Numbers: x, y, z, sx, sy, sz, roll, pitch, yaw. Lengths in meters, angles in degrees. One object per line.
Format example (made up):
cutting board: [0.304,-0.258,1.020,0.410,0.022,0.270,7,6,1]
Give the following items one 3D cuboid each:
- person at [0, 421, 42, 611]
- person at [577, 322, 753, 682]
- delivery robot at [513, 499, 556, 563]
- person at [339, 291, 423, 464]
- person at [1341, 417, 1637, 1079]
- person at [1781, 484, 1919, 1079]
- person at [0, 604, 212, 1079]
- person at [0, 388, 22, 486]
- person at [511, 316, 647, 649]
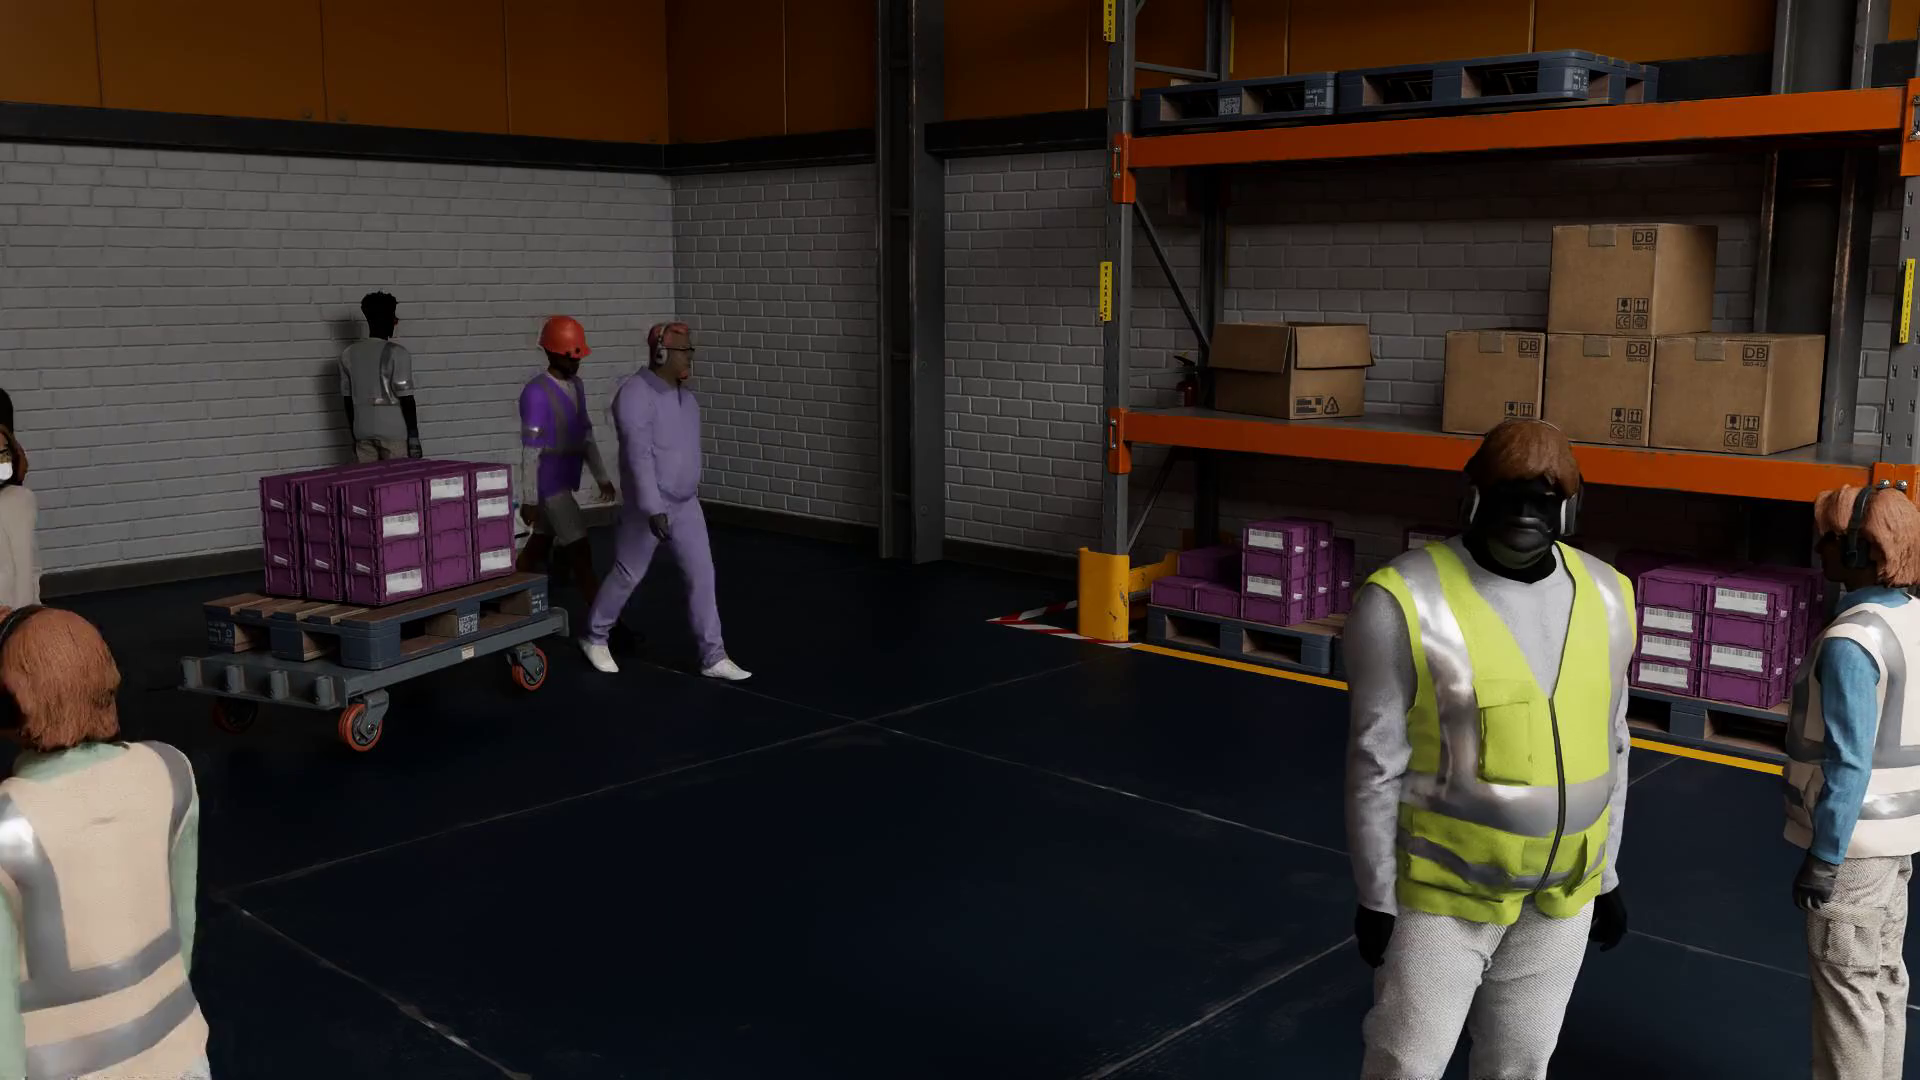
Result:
person: [-3.333,0.360,5.931,0.741,1.597,0.513,2,9,12]
person: [-1.585,-0.199,8.607,1.002,1.860,0.643,5,11,28]
delivery robot: [-3.032,-0.030,11.256,0.477,0.478,0.707,3,10,21]
person: [-4.014,-0.745,11.603,0.603,1.967,0.366,4,10,23]
person: [1.054,0.676,3.289,0.624,1.841,0.430,-2,10,-15]
person: [2.050,0.688,3.822,0.310,1.638,0.523,8,12,41]
person: [-1.401,0.890,2.746,0.883,1.599,0.520,4,10,23]
person: [-4.671,-0.102,7.699,0.623,1.959,0.947,-8,12,-39]
person: [-2.254,-0.321,9.342,0.979,1.868,0.659,1,9,6]
